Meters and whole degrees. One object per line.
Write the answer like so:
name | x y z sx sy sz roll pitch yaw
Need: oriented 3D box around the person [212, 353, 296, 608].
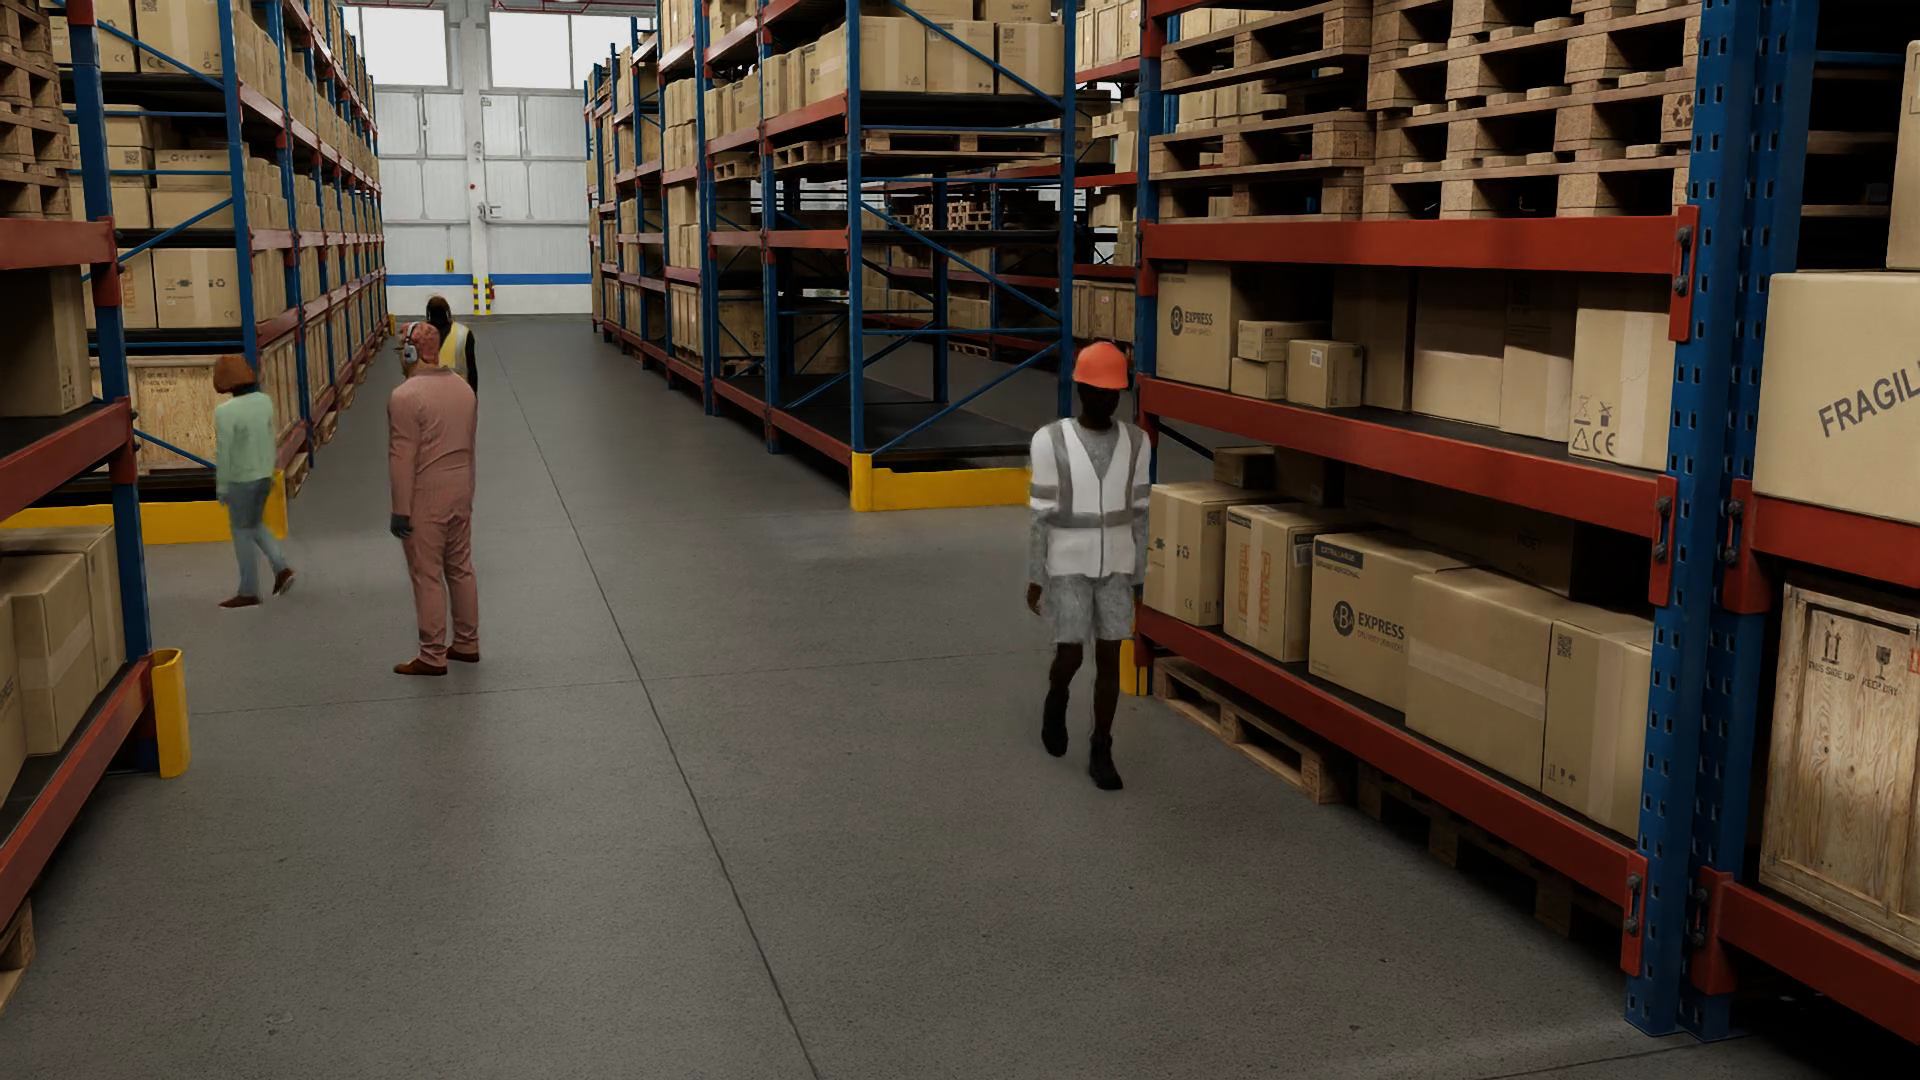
person | -4.510 -0.371 10.545 0.358 1.623 0.541 3 11 15

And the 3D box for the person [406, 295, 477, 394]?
person | -4.897 -1.415 15.767 0.635 1.821 0.776 -2 11 -10

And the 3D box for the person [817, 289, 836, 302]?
person | -2.643 -4.584 32.632 0.402 1.990 0.622 -4 11 -21

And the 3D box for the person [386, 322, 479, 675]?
person | -2.868 -0.224 9.003 0.399 1.899 0.646 3 11 17

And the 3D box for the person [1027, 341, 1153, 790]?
person | 0.544 0.102 7.143 0.568 1.920 0.518 -3 11 -14

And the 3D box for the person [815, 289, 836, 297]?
person | -3.289 -5.912 40.649 0.539 1.731 0.867 -2 11 -10
